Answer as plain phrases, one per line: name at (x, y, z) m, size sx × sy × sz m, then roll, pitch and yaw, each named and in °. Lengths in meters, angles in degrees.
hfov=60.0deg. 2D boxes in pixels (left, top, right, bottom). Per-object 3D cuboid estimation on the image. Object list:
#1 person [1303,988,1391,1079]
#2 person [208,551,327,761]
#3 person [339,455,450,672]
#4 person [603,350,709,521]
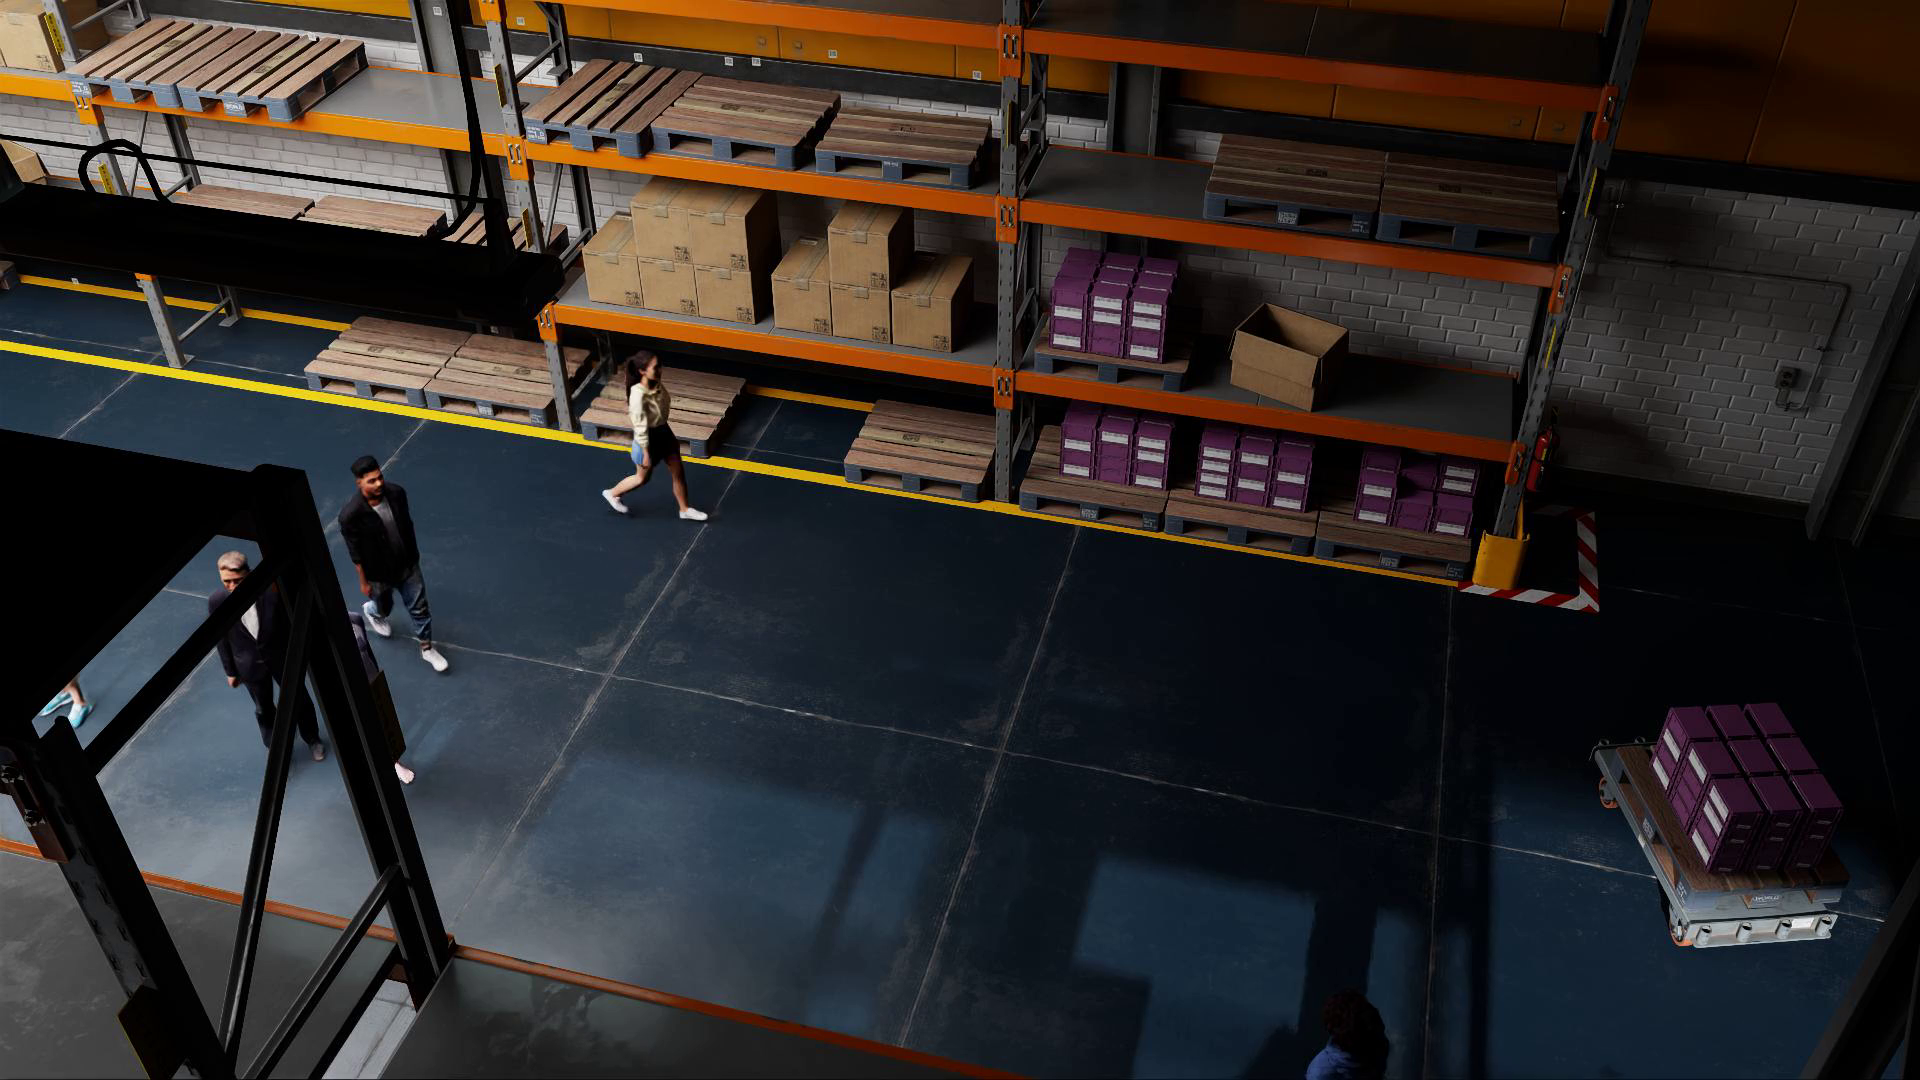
person at (1.966, 2.986, 8.437) m, size 1.111 × 1.777 × 1.164 m, roll -19°, pitch 42°, yaw -22°
person at (-4.657, 0.781, 11.169) m, size 0.743 × 1.814 × 0.848 m, roll -13°, pitch 40°, yaw -16°
person at (-4.180, 0.130, 12.007) m, size 1.227 × 1.787 × 1.029 m, roll 31°, pitch 48°, yaw 33°
person at (-2.535, -0.809, 13.328) m, size 1.096 × 1.604 × 0.676 m, roll 8°, pitch 39°, yaw 10°
